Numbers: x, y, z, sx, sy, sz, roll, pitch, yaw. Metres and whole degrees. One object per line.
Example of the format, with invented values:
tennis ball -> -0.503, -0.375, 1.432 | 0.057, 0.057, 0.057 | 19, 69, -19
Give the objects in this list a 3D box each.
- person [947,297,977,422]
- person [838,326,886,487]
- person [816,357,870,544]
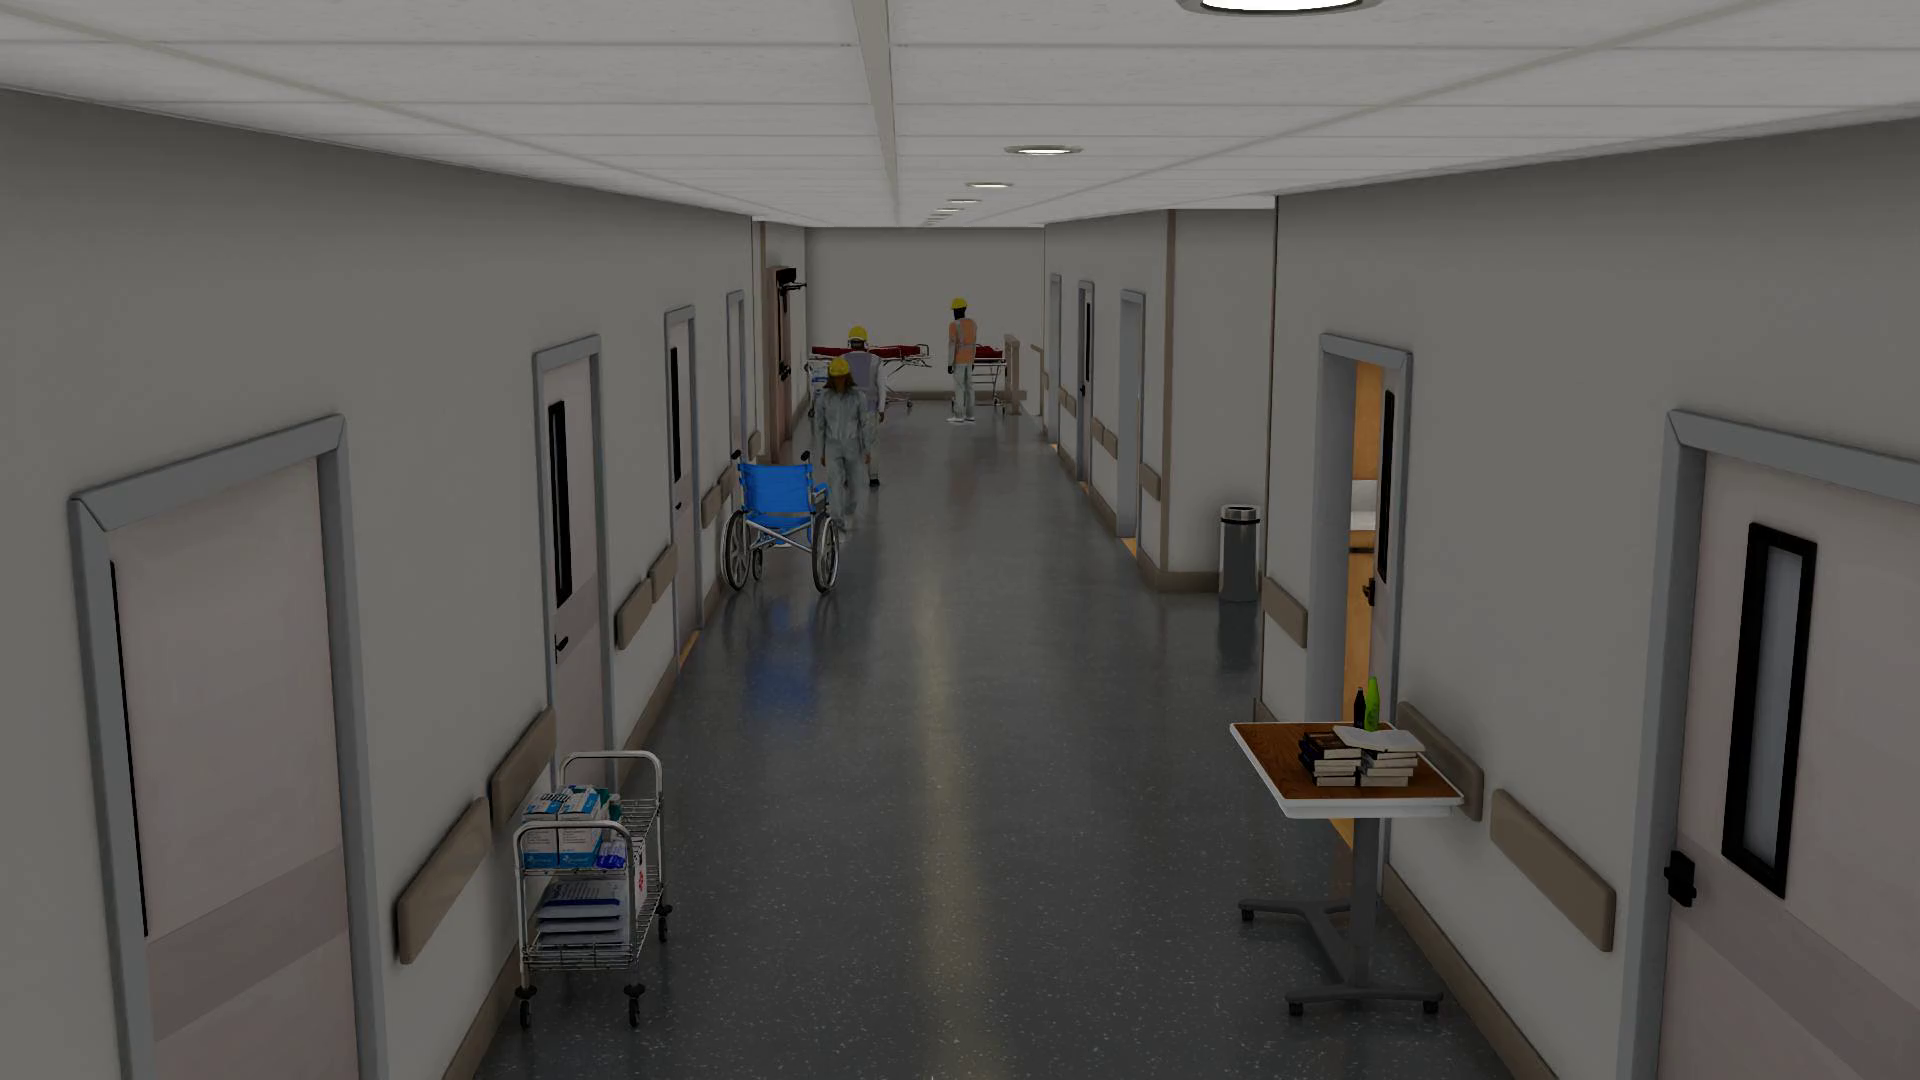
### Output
person -> 0.015, -2.776, 25.671 | 0.397, 1.920, 0.586 | 9, 13, 40
person -> -1.143, -1.506, 18.836 | 0.600, 1.827, 0.403 | -1, 10, -5
person -> -1.099, -0.860, 15.557 | 0.493, 1.722, 0.757 | -2, 10, -10
